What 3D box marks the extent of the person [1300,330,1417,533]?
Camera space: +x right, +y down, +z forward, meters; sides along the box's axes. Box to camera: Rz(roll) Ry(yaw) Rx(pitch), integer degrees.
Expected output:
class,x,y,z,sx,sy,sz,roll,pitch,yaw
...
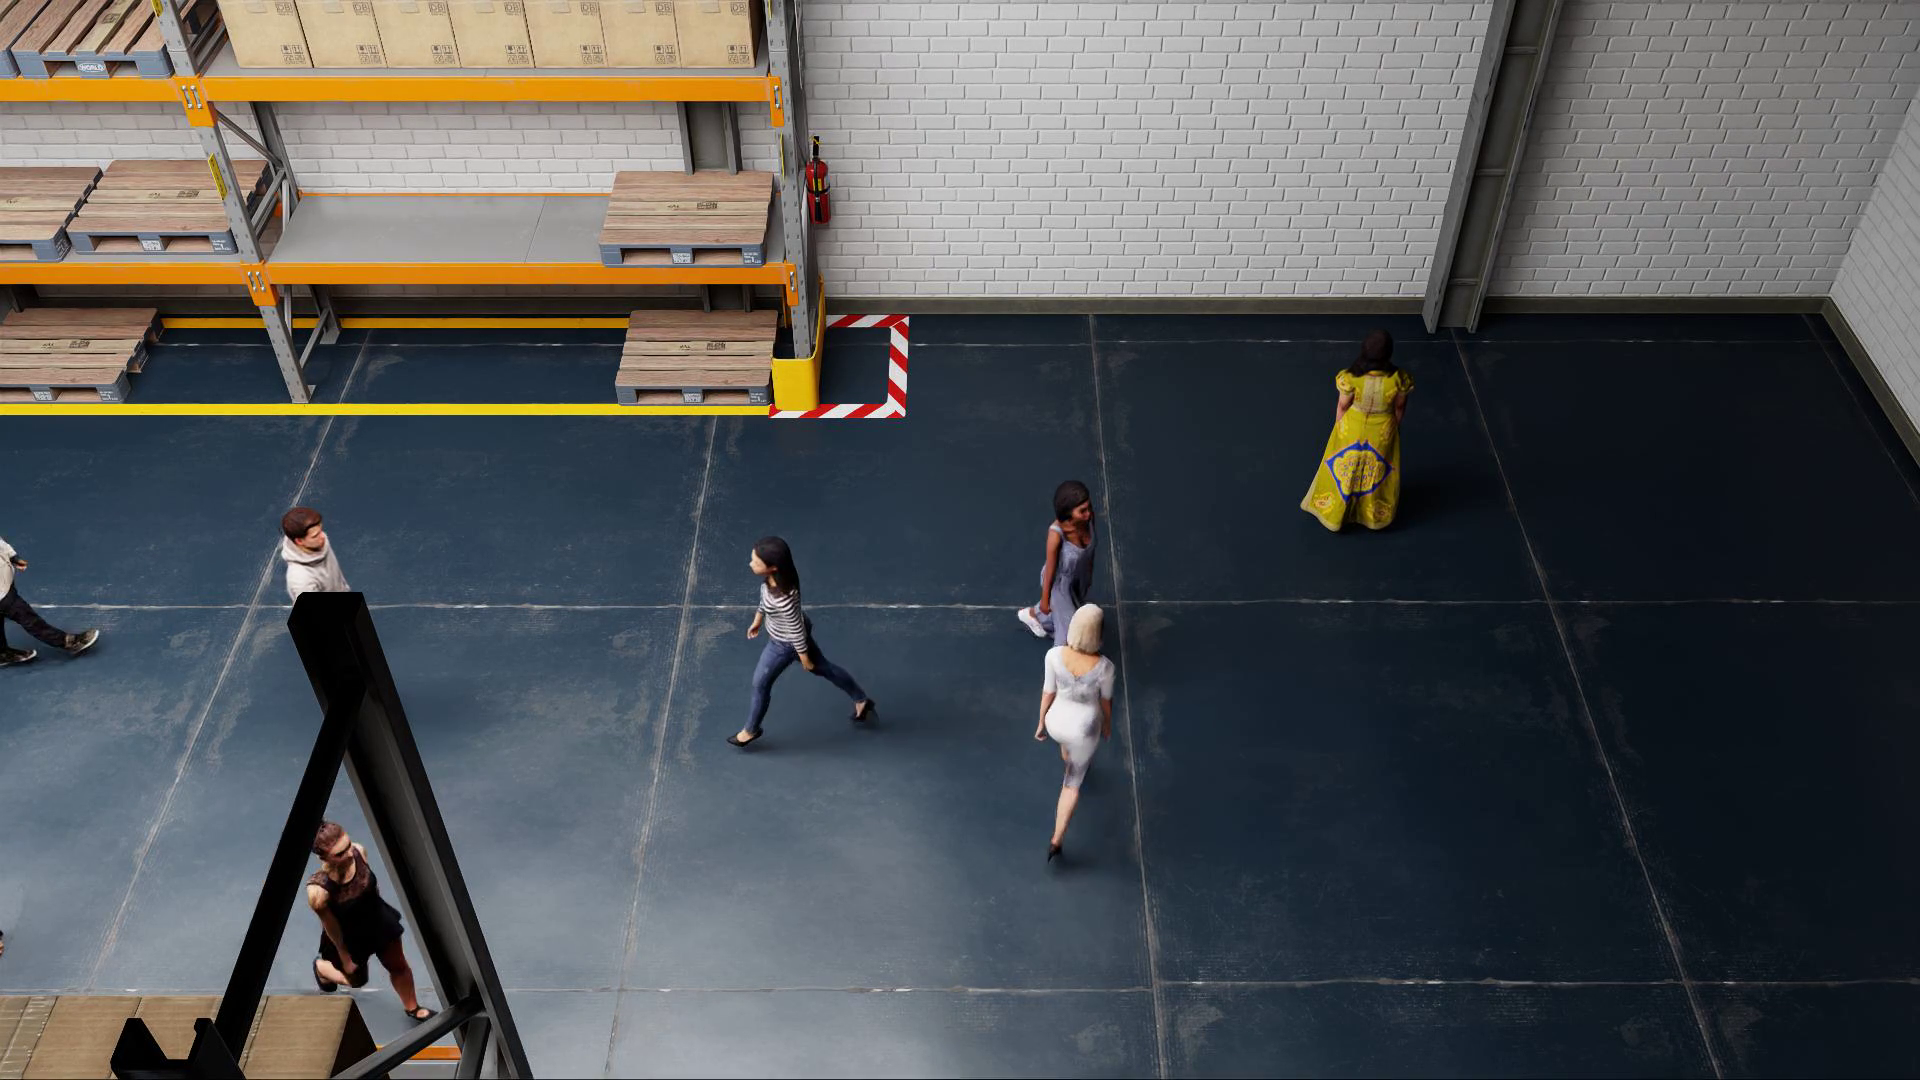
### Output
class,x,y,z,sx,sy,sz,roll,pitch,yaw
person,2.824,-0.754,11.588,0.739,1.657,0.937,4,44,5

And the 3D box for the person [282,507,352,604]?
class,x,y,z,sx,sy,sz,roll,pitch,yaw
person,-3.827,0.508,10.124,0.620,1.851,0.709,-6,44,-7

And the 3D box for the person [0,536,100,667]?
class,x,y,z,sx,sy,sz,roll,pitch,yaw
person,-6.261,0.303,10.647,1.005,1.425,0.823,-16,46,-16

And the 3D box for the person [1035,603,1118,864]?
class,x,y,z,sx,sy,sz,roll,pitch,yaw
person,0.637,1.142,9.568,1.095,1.699,0.901,15,46,15

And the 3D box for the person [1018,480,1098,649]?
class,x,y,z,sx,sy,sz,roll,pitch,yaw
person,0.607,0.238,10.538,1.030,1.670,0.956,34,53,30

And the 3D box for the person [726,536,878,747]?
class,x,y,z,sx,sy,sz,roll,pitch,yaw
person,-0.931,0.623,10.081,1.208,1.742,0.676,-4,44,-4

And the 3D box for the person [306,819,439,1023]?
class,x,y,z,sx,sy,sz,roll,pitch,yaw
person,-3.204,2.008,8.688,1.045,1.658,0.841,18,47,18
